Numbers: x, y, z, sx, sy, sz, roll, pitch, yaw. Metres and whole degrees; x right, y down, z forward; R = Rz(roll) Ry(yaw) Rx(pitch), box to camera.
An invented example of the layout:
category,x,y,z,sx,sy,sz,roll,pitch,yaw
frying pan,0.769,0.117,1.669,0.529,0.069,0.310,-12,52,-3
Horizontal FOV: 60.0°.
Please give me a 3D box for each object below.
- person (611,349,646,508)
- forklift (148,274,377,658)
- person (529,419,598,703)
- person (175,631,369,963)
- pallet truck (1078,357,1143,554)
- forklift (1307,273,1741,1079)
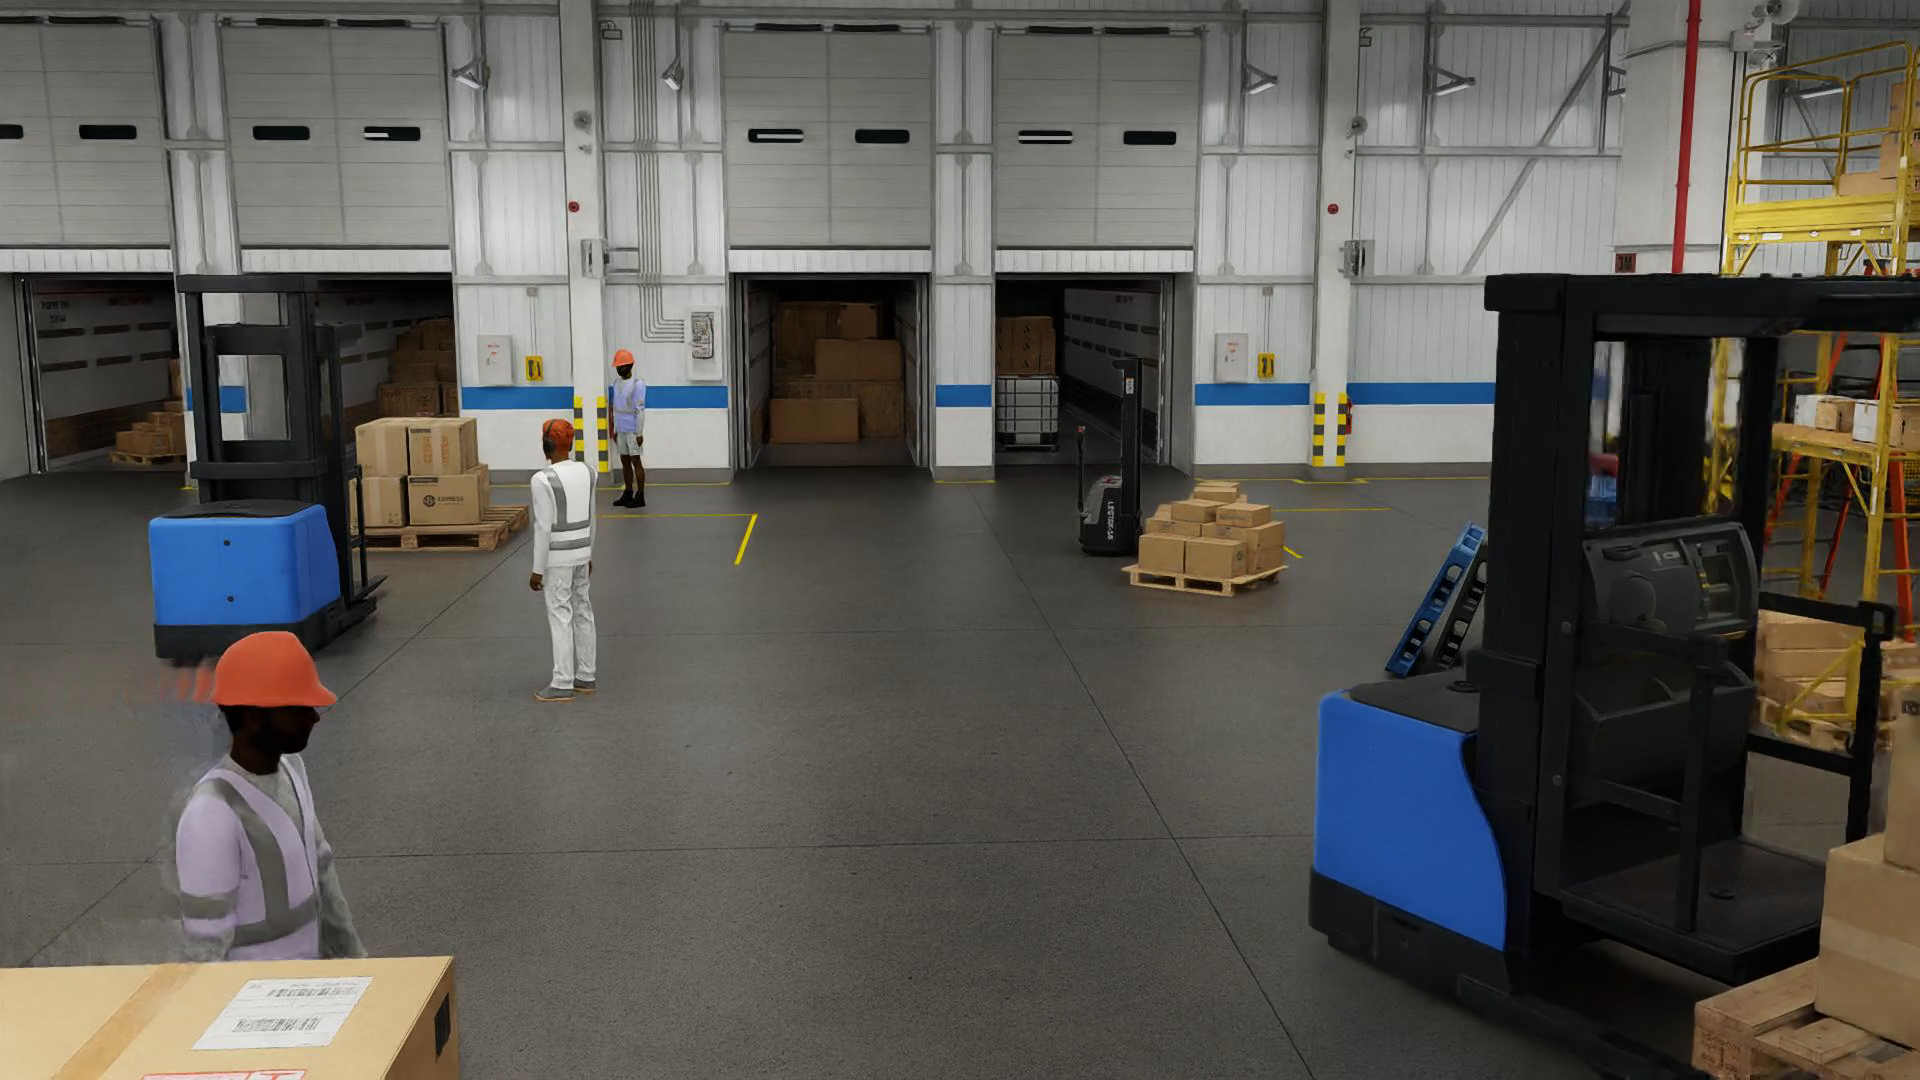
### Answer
category,x,y,z,sx,sy,sz,roll,pitch,yaw
person,-4.045,-1.350,20.214,0.543,1.929,0.384,8,12,42
forklift,-5.348,-0.627,12.681,1.129,2.768,1.873,-1,9,-4
person,-2.628,0.137,11.016,0.355,1.883,0.575,4,10,26
person,-1.736,1.178,4.409,0.819,1.908,0.563,-1,9,-8
pallet truck,2.088,-0.836,16.757,1.885,1.965,0.823,2,9,13
forklift,2.376,0.379,6.366,1.129,2.768,1.873,-6,11,-32
